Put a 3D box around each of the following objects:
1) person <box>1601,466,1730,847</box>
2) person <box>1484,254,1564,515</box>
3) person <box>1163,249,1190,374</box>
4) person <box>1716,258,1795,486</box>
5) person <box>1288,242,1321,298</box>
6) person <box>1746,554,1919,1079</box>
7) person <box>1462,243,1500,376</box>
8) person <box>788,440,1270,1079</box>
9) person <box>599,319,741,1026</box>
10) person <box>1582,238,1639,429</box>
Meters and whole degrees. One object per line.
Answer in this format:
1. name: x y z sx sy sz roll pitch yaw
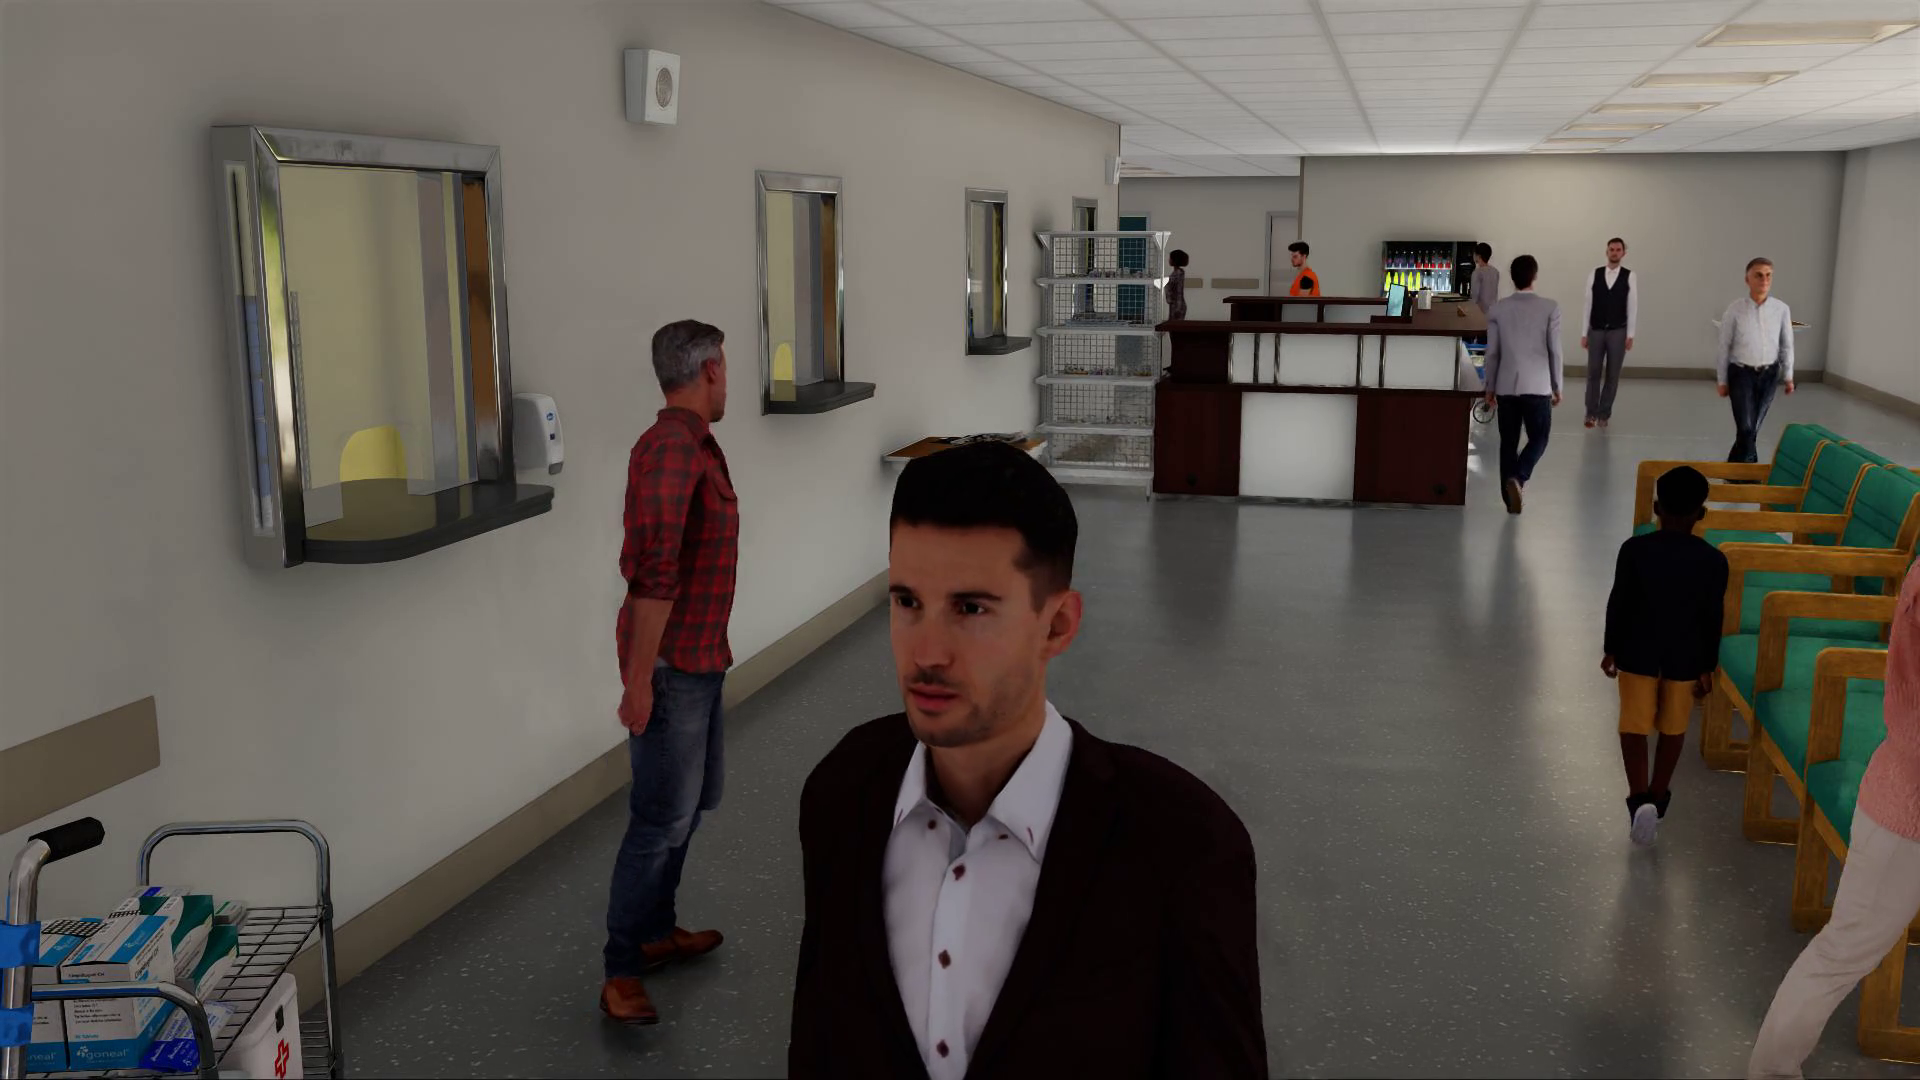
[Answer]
1. person: 2.348 0.393 5.568 0.755 1.257 0.584 3 11 16
2. person: 3.943 -1.063 11.687 1.055 1.836 0.945 7 13 31
3. person: 3.051 -3.216 23.357 0.625 1.715 0.632 -1 11 -4
4. person: 6.056 -1.224 12.736 1.168 1.762 0.812 1 11 8
5. person: 3.842 -2.308 18.224 1.203 1.845 0.908 -1 11 -3
6. person: 2.015 0.562 3.567 1.064 1.671 1.184 -7 13 -34
7. person: 6.420 -2.681 20.231 0.802 1.829 0.853 -8 13 -35
8. person: 0.083 0.828 1.774 1.123 1.818 0.832 4 12 21
9. person: -0.810 0.336 4.406 0.808 1.802 0.963 1 11 6
10. person: 6.588 -2.086 16.880 1.056 1.909 0.855 5 12 26
